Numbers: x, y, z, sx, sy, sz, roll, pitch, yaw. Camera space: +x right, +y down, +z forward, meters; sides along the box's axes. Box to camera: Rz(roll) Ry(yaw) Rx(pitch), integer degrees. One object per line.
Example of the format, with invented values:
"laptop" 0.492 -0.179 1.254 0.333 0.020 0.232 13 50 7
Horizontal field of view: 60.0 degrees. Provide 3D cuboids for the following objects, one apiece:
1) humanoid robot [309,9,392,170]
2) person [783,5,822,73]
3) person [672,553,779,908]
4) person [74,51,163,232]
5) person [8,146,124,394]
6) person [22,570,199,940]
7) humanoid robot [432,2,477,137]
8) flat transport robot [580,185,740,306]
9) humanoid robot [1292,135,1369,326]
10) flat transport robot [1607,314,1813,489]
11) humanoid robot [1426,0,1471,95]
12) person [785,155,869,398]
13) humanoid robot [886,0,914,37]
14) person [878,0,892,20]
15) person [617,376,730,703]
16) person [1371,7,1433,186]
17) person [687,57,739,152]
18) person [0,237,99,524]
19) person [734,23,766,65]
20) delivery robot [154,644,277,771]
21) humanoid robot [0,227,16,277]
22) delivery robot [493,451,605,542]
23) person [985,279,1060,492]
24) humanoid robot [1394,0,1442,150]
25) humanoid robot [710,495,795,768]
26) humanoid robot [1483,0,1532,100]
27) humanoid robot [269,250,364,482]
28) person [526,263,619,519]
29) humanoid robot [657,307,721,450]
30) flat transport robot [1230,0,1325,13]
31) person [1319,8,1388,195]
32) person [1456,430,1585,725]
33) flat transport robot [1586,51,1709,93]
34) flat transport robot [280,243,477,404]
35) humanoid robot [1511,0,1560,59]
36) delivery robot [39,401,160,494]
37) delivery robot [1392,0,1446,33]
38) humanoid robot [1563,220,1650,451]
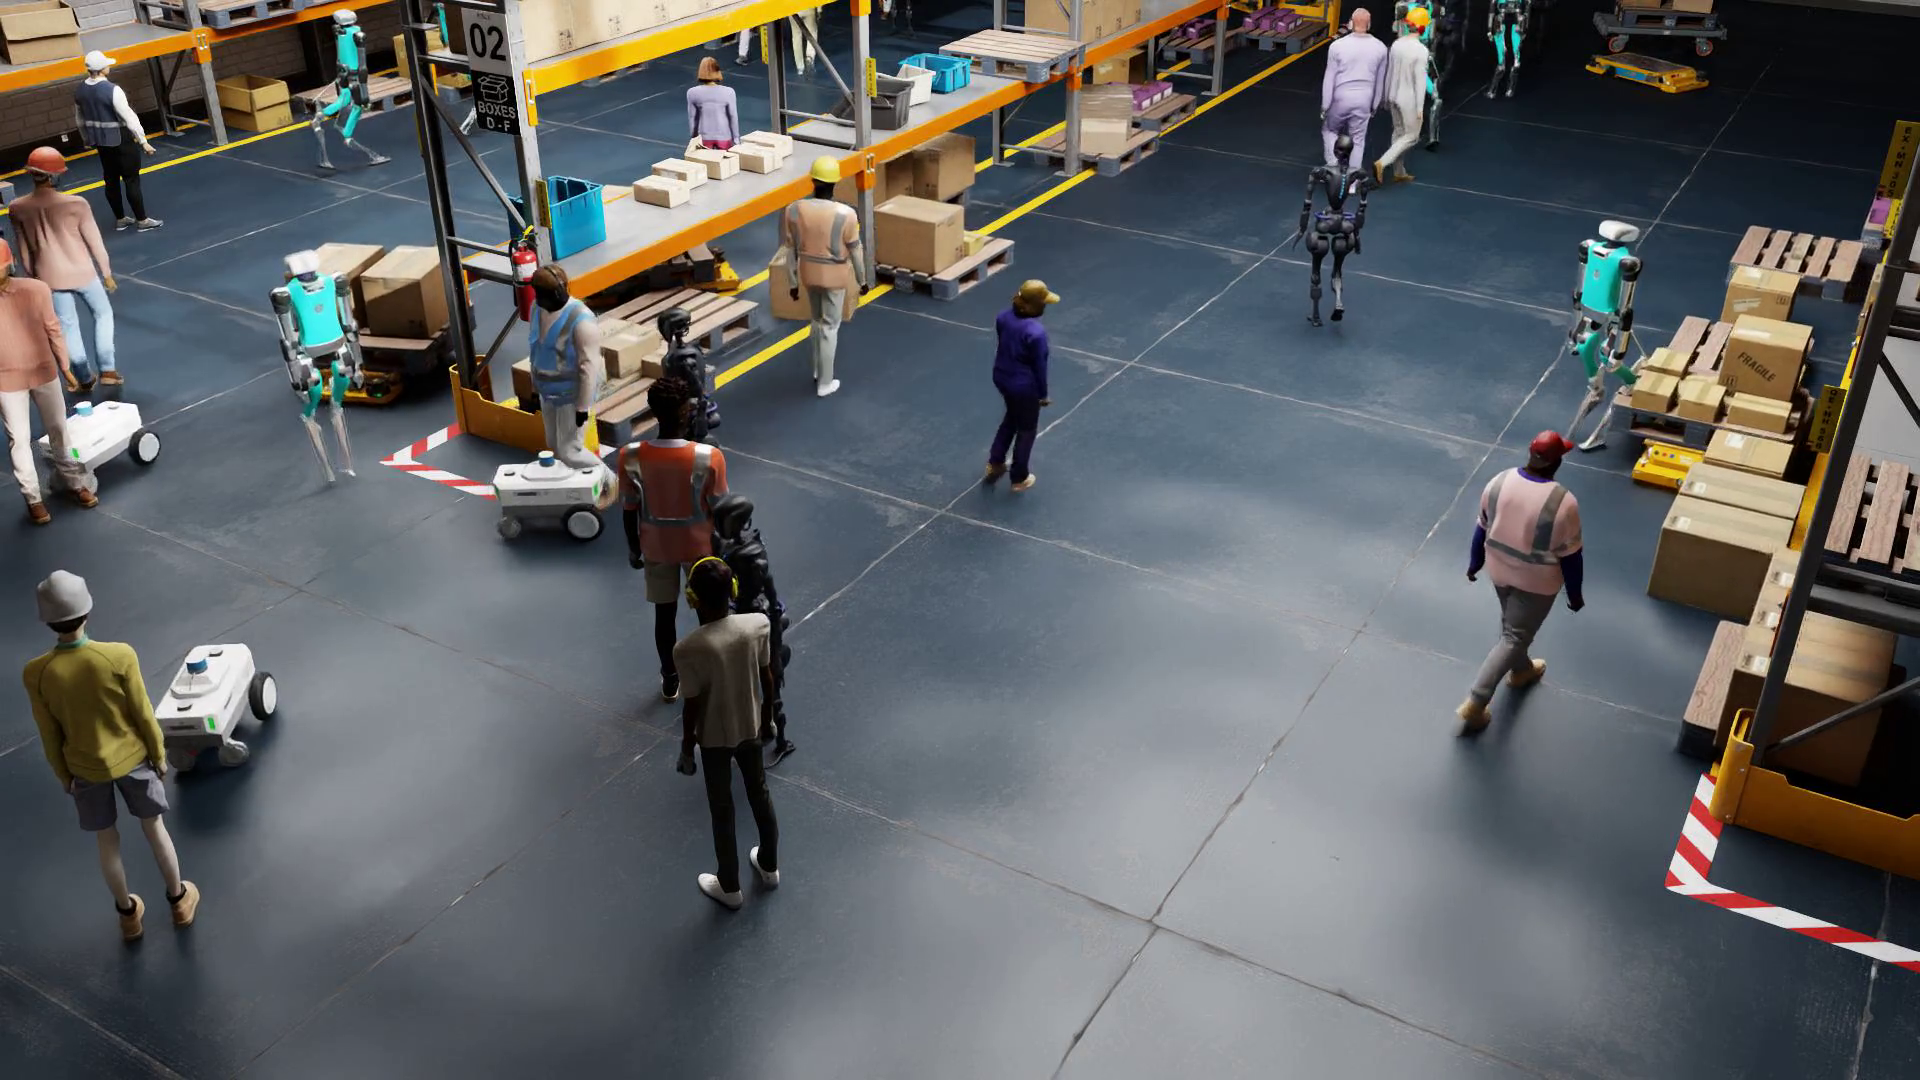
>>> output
"humanoid robot" -6.727 -4.773 17.947 0.566 1.764 1.045 24 37 35
"person" -2.079 -6.974 21.786 0.567 1.737 0.470 0 29 -1
"person" -1.087 0.897 7.736 0.518 1.865 0.328 -21 35 -32
"person" -8.304 -3.908 16.339 0.769 1.757 0.443 7 30 12
"person" -6.873 -2.053 12.852 0.620 1.971 0.429 -6 30 -11
"person" -3.859 0.998 7.545 0.483 1.883 0.415 -12 32 -21
"humanoid robot" -5.628 -5.572 19.343 0.550 1.756 1.041 19 35 30
"flat transport robot" -2.790 -2.407 15.199 1.431 0.231 0.659 -11 31 -18
"humanoid robot" 3.146 -2.597 14.106 0.596 1.649 0.430 -3 30 -5
"flat transport robot" 5.441 -0.725 12.224 0.659 0.231 1.431 16 33 27
"humanoid robot" 6.019 -6.339 20.751 0.502 1.655 0.611 -19 35 -30
"person" -1.004 -2.064 12.930 0.590 1.906 0.611 11 31 19
"humanoid robot" -0.832 -8.054 23.743 0.599 1.657 0.315 10 31 17
"person" -1.146 -8.778 24.788 0.662 1.923 0.574 5 30 9
"person" -1.542 0.021 9.184 0.610 1.962 0.364 1 29 2
"person" 4.657 -4.646 17.534 0.668 1.878 0.570 -15 33 -25
"person" -2.451 -3.994 16.626 0.498 1.629 0.288 2 30 4
"person" -6.240 -1.088 11.117 0.388 1.991 0.610 26 38 37
"person" -2.776 -7.398 22.378 0.508 1.896 1.030 10 31 17
"delivery robot" -4.097 0.881 9.112 0.524 0.614 0.786 -2 30 -3
"humanoid robot" -8.023 -2.214 13.462 0.735 1.630 0.615 21 36 33
"delivery robot" -2.749 -0.318 11.205 0.785 0.587 0.499 -2 30 -3
"person" 0.406 -1.078 11.500 0.365 1.590 0.555 -21 36 -33
"humanoid robot" 5.280 -5.258 18.796 0.534 1.776 0.976 -9 31 -15
"humanoid robot" -1.067 0.483 8.662 0.375 1.643 0.599 -23 37 -35
"humanoid robot" 6.819 -6.327 20.595 0.530 1.740 0.707 1 29 2
"humanoid robot" -4.476 -1.194 11.583 0.545 1.805 0.696 -23 37 -35
"person" -2.621 -0.973 11.079 0.641 1.826 0.459 26 38 37
"humanoid robot" -1.726 -0.720 10.784 0.322 1.648 0.611 -14 32 -23
"flat transport robot" 4.911 -8.305 25.633 1.431 0.231 0.659 -14 32 -23
"person" 4.083 -4.590 17.426 0.669 1.879 0.583 -2 30 -3
"person" 3.091 0.193 9.124 0.875 1.719 0.625 -20 35 -31
"flat transport robot" 9.001 -6.135 21.794 0.659 0.231 1.431 -17 34 -27
"flat transport robot" -4.686 -1.490 13.576 0.659 0.231 1.431 4 30 7
"humanoid robot" 7.879 -7.378 22.554 0.611 1.648 0.329 -5 30 -9
"delivery robot" -6.184 -0.701 11.911 0.499 0.613 0.811 8 30 13
"delivery robot" 6.658 -7.594 24.077 0.499 0.587 0.777 -21 36 -33
"humanoid robot" 4.739 -1.426 12.032 0.683 1.861 0.538 -13 32 -21
